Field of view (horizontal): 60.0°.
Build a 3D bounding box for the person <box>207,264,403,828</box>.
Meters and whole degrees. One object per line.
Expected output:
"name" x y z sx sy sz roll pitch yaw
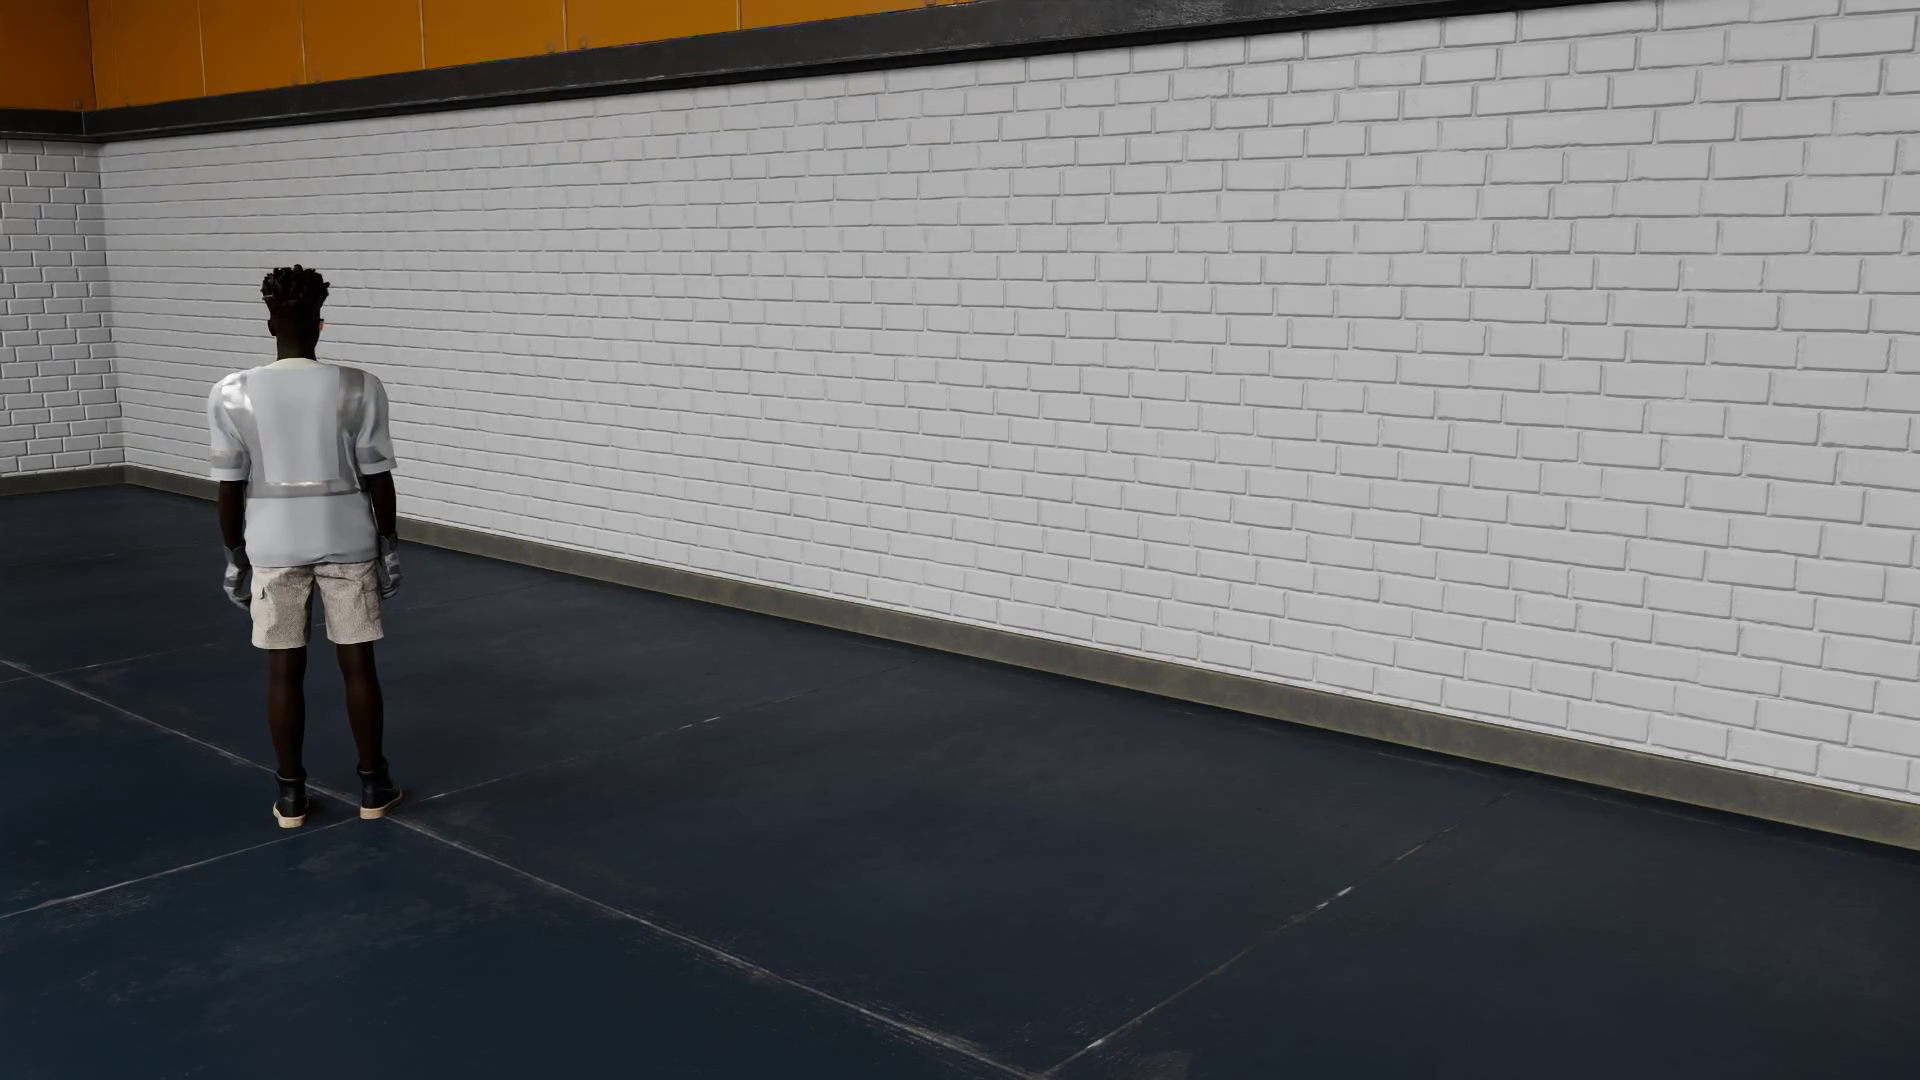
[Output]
"person" -2.268 0.029 5.823 0.603 1.967 0.366 -3 10 -16
